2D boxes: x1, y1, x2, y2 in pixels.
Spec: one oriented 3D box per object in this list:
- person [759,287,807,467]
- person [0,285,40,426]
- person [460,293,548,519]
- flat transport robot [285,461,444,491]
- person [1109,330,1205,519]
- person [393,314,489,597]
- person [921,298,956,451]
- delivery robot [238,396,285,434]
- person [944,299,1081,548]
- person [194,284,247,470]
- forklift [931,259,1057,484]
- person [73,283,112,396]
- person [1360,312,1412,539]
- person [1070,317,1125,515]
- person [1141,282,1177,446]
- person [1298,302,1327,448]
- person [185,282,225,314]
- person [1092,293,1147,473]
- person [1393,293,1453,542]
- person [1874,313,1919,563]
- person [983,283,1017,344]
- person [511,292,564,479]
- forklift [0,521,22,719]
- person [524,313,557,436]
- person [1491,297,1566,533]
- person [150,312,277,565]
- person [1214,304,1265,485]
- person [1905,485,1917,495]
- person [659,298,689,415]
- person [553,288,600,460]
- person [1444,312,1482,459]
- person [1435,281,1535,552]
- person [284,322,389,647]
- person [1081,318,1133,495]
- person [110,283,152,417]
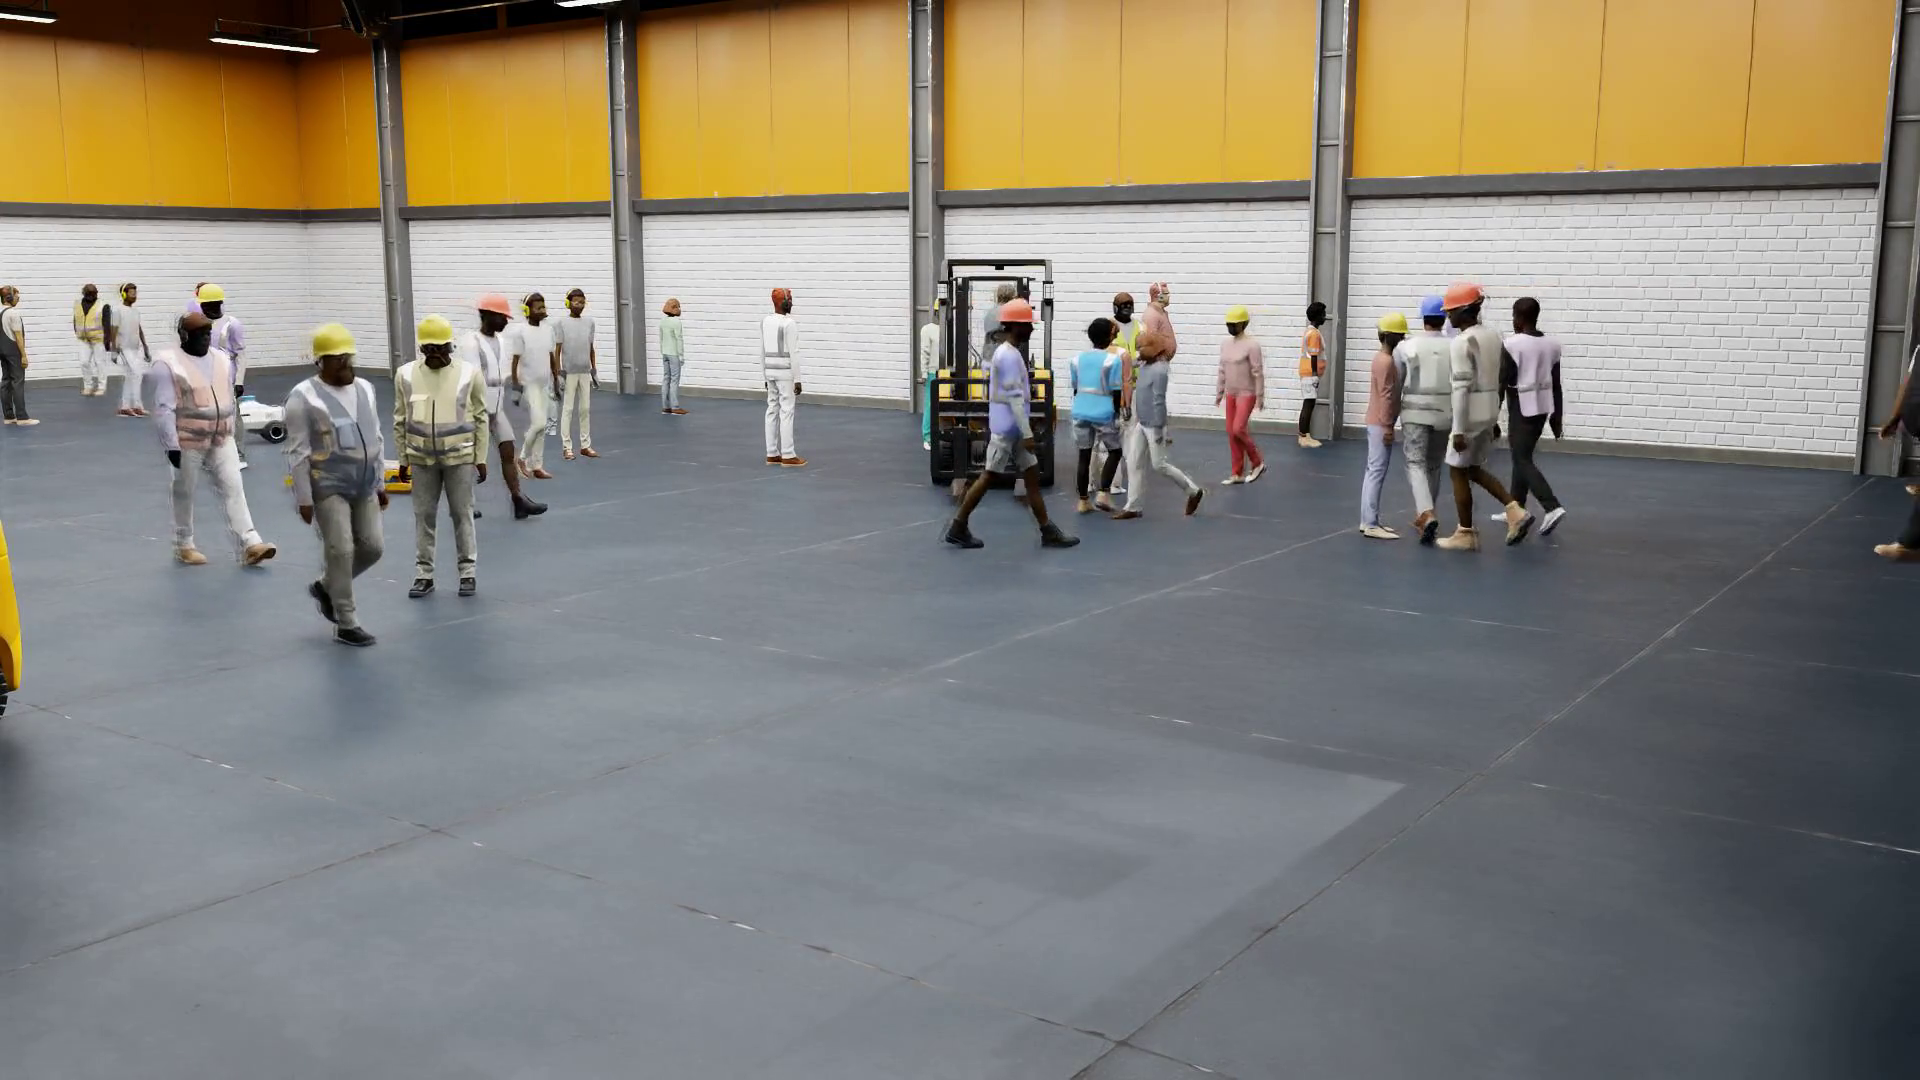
[{"bbox_3d":[-1.870,-1.708,17.501,0.345,1.882,0.584,-9,13,-44],"label":"person"},{"bbox_3d":[-12.407,-2.404,21.781,0.504,1.840,0.345,5,11,26],"label":"person"},{"bbox_3d":[-3.871,-1.095,13.849,0.955,1.877,0.602,4,10,22],"label":"person"},{"bbox_3d":[-5.640,-0.632,15.887,1.431,0.197,0.652,3,10,18],"label":"flat transport robot"},{"bbox_3d":[1.659,-0.953,13.875,0.745,1.600,0.503,-3,10,-15],"label":"person"},{"bbox_3d":[-3.337,-0.538,10.709,0.591,1.825,0.404,-1,10,-5],"label":"person"},{"bbox_3d":[-0.207,-1.903,19.020,0.528,1.765,0.327,-6,11,-32],"label":"person"},{"bbox_3d":[-8.402,-1.466,19.719,0.707,0.478,0.477,-5,11,-30],"label":"delivery robot"},{"bbox_3d":[0.359,-0.853,12.442,1.022,1.896,0.553,1,10,6],"label":"person"},{"bbox_3d":[-7.627,-1.667,17.134,0.594,1.923,0.371,4,10,24],"label":"person"},{"bbox_3d":[0.370,-1.738,16.759,1.214,2.155,2.313,1,10,3],"label":"forklift"},{"bbox_3d":[-13.841,-3.190,26.584,0.650,1.800,0.532,0,10,-3],"label":"person"},{"bbox_3d":[3.338,-0.894,13.014,0.330,1.765,0.533,2,10,9],"label":"person"},{"bbox_3d":[1.163,-1.045,14.143,0.548,1.681,0.368,7,12,35],"label":"person"},{"bbox_3d":[2.334,-2.057,19.513,0.409,1.906,0.651,2,10,13],"label":"person"},{"bbox_3d":[4.091,-1.914,19.313,0.321,1.690,0.529,2,10,10],"label":"person"},{"bbox_3d":[-11.290,-2.938,24.941,0.564,1.846,0.390,-7,12,-37],"label":"person"},{"bbox_3d":[1.657,-1.577,16.938,0.638,1.843,0.514,-3,10,-18],"label":"person"},{"bbox_3d":[3.650,-0.951,12.922,0.608,1.916,0.901,0,10,-2],"label":"person"},{"bbox_3d":[6.986,-0.856,11.963,0.944,2.000,0.701,0,10,1],"label":"person"},{"bbox_3d":[0.440,-1.871,18.357,0.465,1.922,0.651,-4,10,-23],"label":"person"},{"bbox_3d":[-4.156,-1.510,16.426,0.408,1.856,0.511,5,11,29],"label":"person"},{"bbox_3d":[-5.296,-0.090,6.943,1.214,2.155,2.313,7,12,35],"label":"forklift"},{"bbox_3d":[-5.211,-2.147,20.532,0.294,1.744,0.487,7,12,36],"label":"person"},{"bbox_3d":[4.608,-1.005,13.353,0.597,1.885,0.861,-6,11,-30],"label":"person"},{"bbox_3d":[-5.272,-0.688,11.671,0.939,1.794,0.660,6,11,33],"label":"person"},{"bbox_3d":[2.663,-1.384,15.963,0.387,1.748,0.538,-6,11,-30],"label":"person"},{"bbox_3d":[9.135,-1.287,14.869,0.665,1.941,1.023,-9,13,-42],"label":"person"},{"bbox_3d":[-4.050,-2.586,23.473,0.282,1.631,0.503,-8,13,-41],"label":"person"},{"bbox_3d":[-4.189,-1.817,18.204,0.510,1.870,0.328,-8,13,-41],"label":"person"},{"bbox_3d":[5.454,-1.835,18.114,0.374,1.933,0.627,7,12,36],"label":"person"},{"bbox_3d":[3.818,-0.883,12.193,0.651,2.012,0.671,-9,13,-43],"label":"person"},{"bbox_3d":[-3.536,-0.318,9.400,0.553,1.821,0.604,5,11,29],"label":"person"},{"bbox_3d":[1.349,-1.231,15.411,0.518,1.633,0.310,4,10,25],"label":"person"},{"bbox_3d":[-11.382,-2.611,22.964,0.703,1.846,0.526,2,10,10],"label":"person"}]
